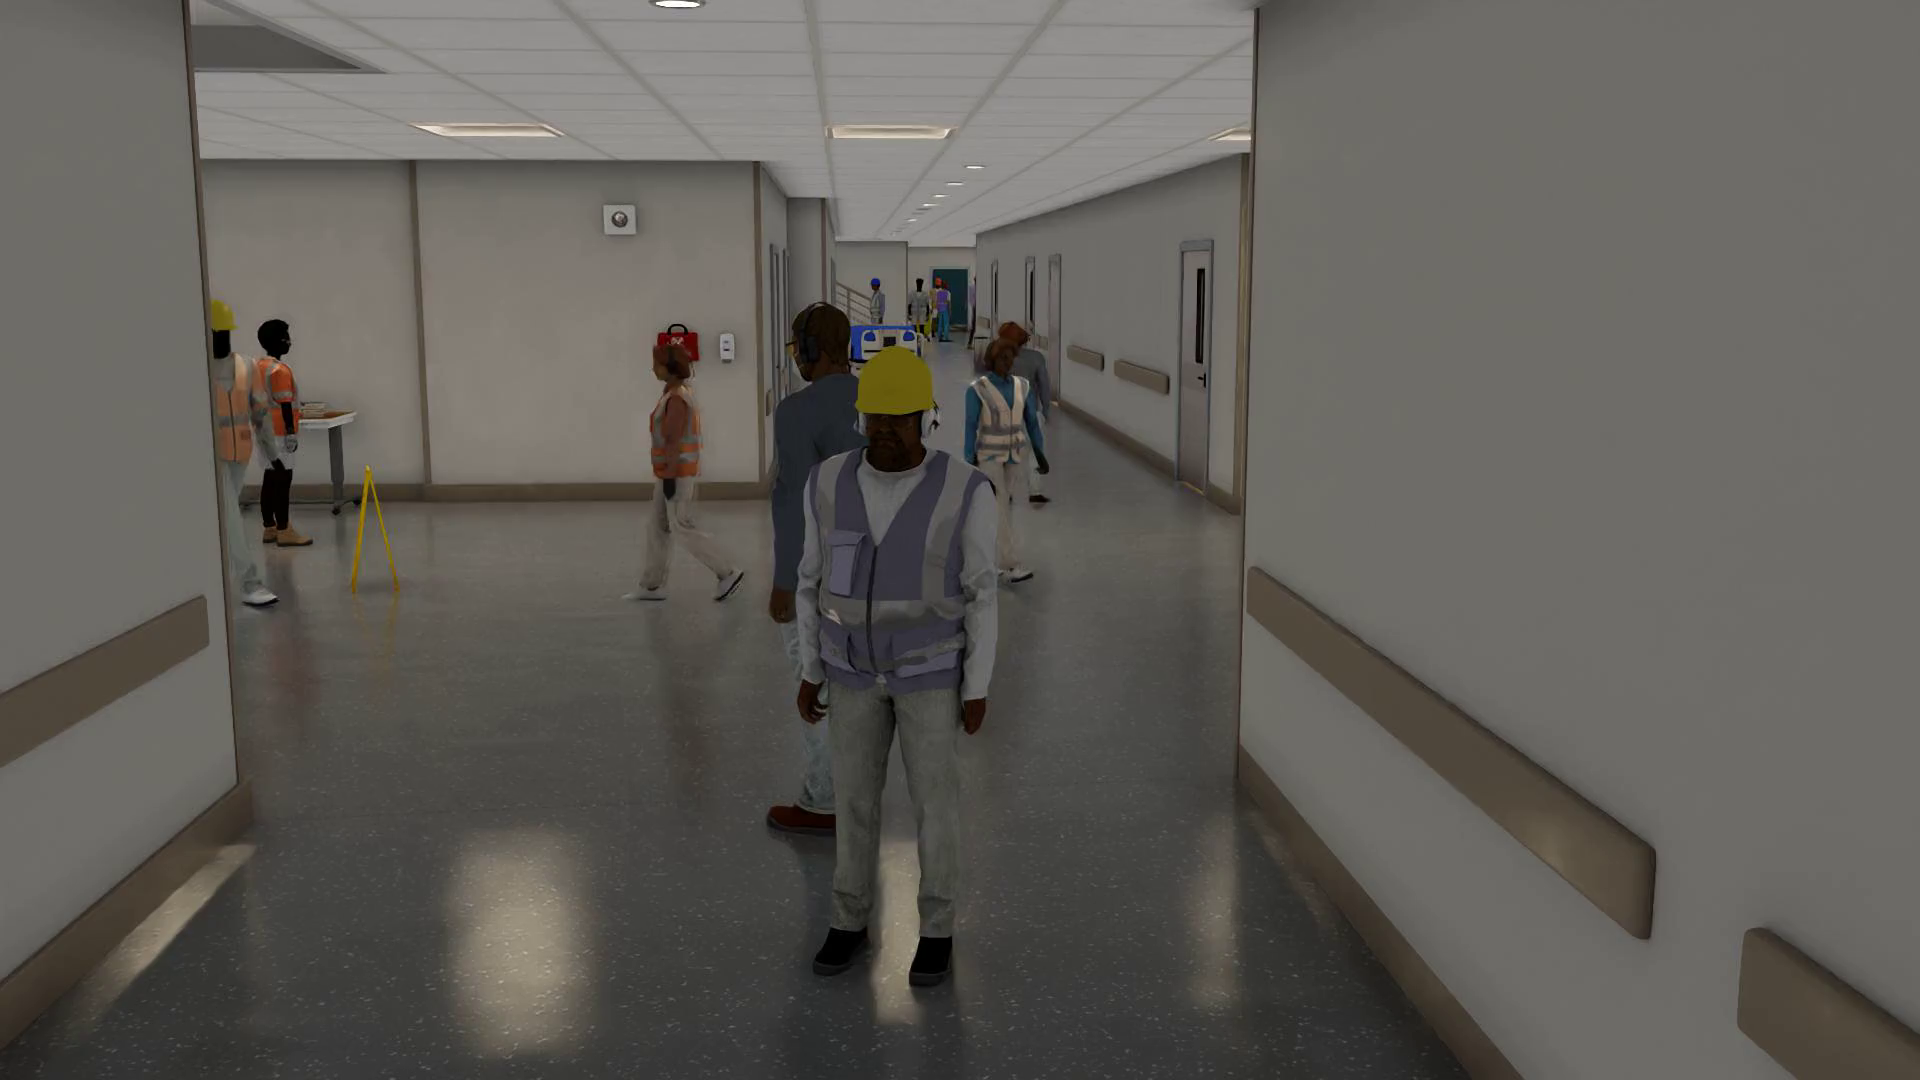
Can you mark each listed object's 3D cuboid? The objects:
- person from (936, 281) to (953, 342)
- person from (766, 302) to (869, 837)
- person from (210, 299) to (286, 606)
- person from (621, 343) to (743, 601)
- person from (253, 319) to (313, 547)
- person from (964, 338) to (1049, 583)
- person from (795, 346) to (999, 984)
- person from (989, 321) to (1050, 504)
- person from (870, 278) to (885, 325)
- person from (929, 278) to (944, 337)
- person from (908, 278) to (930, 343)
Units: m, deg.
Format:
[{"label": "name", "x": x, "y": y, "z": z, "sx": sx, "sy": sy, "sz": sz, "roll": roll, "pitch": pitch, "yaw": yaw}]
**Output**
[{"label": "person", "x": -0.487, "y": -6.928, "z": 50.456, "sx": 0.565, "sy": 1.850, "sz": 0.390, "roll": 9, "pitch": 12, "yaw": 43}, {"label": "person", "x": -0.473, "y": 0.105, "z": 6.064, "sx": 0.381, "sy": 1.929, "sz": 0.634, "roll": 5, "pitch": 10, "yaw": 28}, {"label": "person", "x": -4.577, "y": -0.547, "z": 10.325, "sx": 0.993, "sy": 1.882, "sz": 0.607, "roll": 6, "pitch": 11, "yaw": 32}, {"label": "person", "x": -1.725, "y": -0.405, "z": 10.247, "sx": 0.722, "sy": 1.614, "sz": 0.526, "roll": -2, "pitch": 9, "yaw": -12}, {"label": "person", "x": -5.099, "y": -0.799, "z": 12.449, "sx": 0.316, "sy": 1.695, "sz": 0.541, "roll": -8, "pitch": 12, "yaw": -42}, {"label": "person", "x": 0.328, "y": -0.516, "z": 10.960, "sx": 0.532, "sy": 1.598, "sz": 0.833, "roll": -7, "pitch": 11, "yaw": -37}, {"label": "person", "x": -0.187, "y": 0.363, "z": 4.764, "sx": 0.593, "sy": 1.830, "sz": 0.403, "roll": 3, "pitch": 9, "yaw": 17}, {"label": "person", "x": 0.513, "y": -1.118, "z": 14.732, "sx": 0.576, "sy": 1.616, "sz": 0.330, "roll": 0, "pitch": 9, "yaw": 1}, {"label": "person", "x": -2.127, "y": -5.719, "z": 42.550, "sx": 0.396, "sy": 1.946, "sz": 0.617, "roll": -4, "pitch": 10, "yaw": -25}, {"label": "person", "x": -0.730, "y": -7.601, "z": 54.433, "sx": 0.543, "sy": 1.928, "sz": 0.372, "roll": -3, "pitch": 10, "yaw": -19}, {"label": "person", "x": -1.133, "y": -6.263, "z": 45.948, "sx": 0.628, "sy": 1.950, "sz": 0.478, "roll": 1, "pitch": 9, "yaw": 3}]
